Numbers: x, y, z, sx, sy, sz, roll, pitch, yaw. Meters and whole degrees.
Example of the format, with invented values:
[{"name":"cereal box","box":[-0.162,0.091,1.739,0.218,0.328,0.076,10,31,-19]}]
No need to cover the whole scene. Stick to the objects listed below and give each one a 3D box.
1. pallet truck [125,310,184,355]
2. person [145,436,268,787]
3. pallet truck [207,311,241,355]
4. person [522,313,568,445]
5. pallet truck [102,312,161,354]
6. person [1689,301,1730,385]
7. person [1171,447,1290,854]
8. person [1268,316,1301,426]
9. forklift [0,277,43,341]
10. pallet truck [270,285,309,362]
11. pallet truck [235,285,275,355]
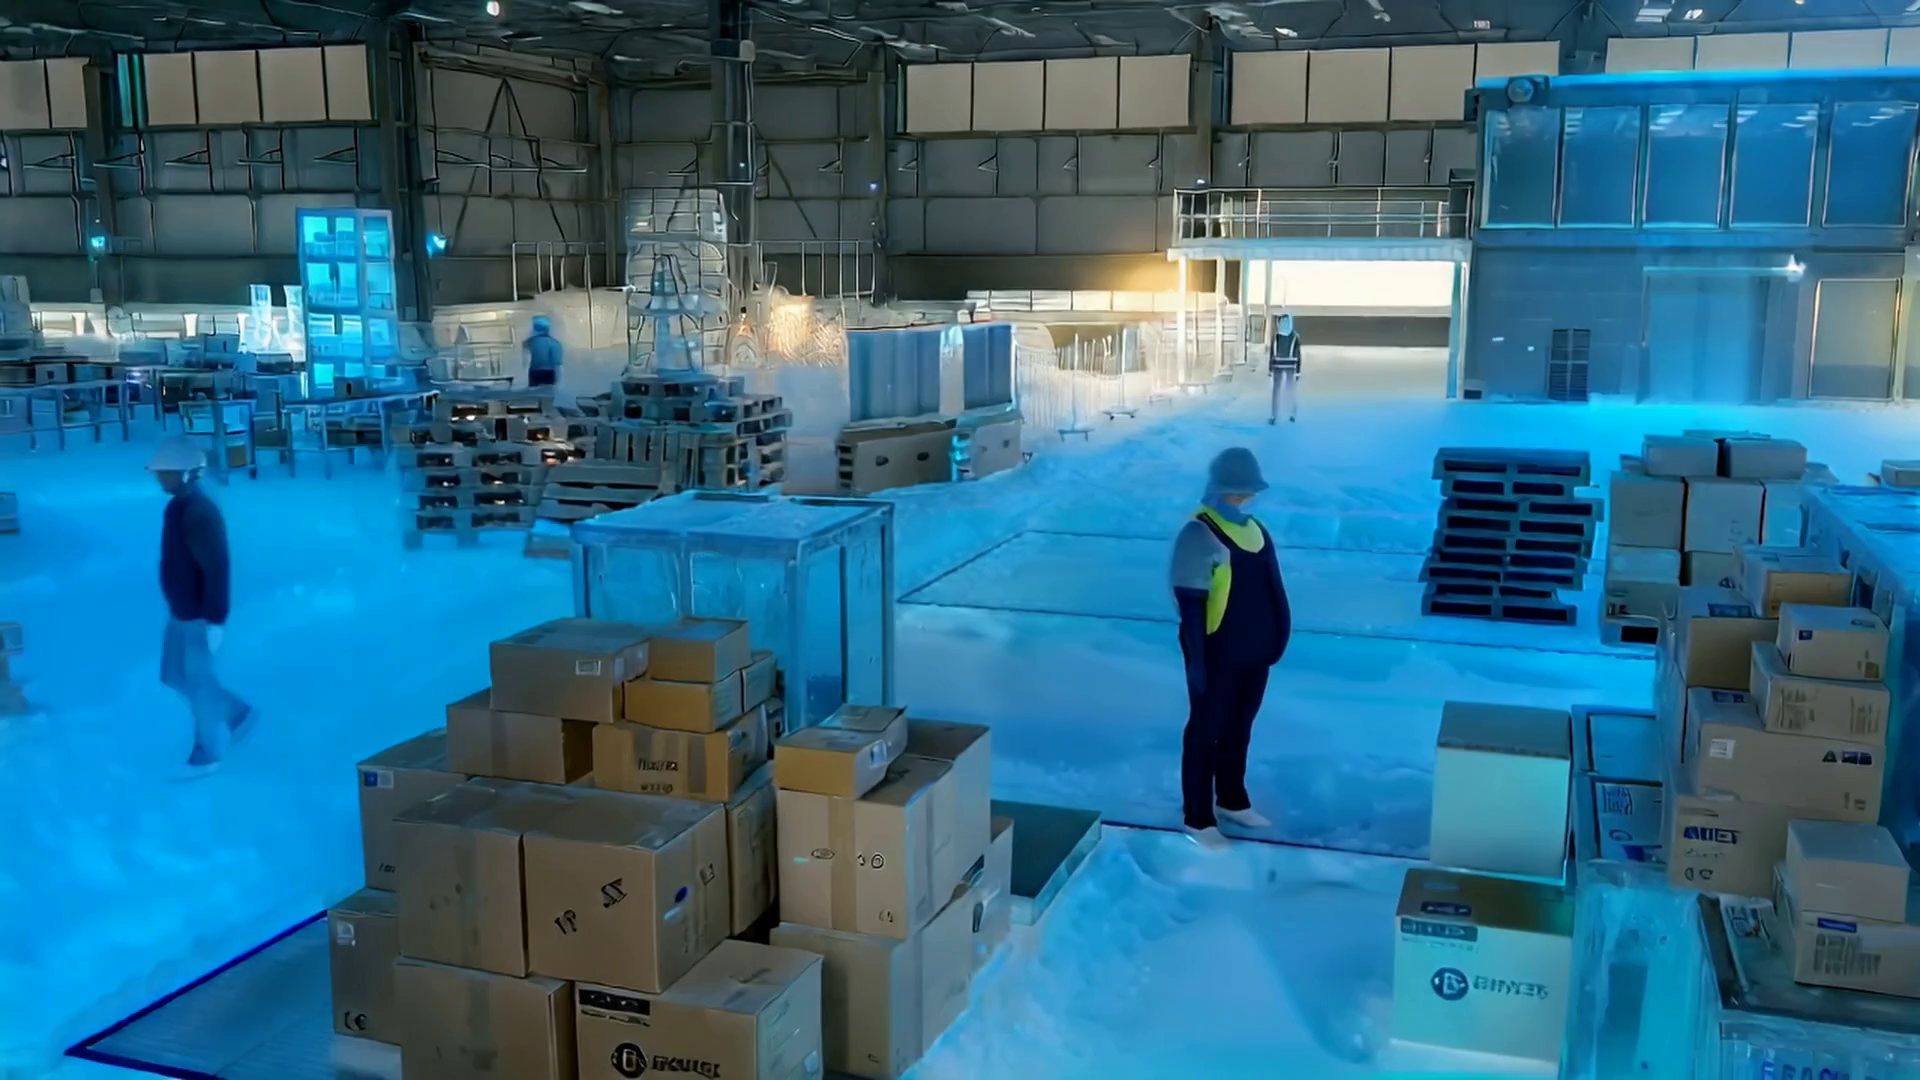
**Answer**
[{"name":"pallet truck","box":[-22.038,-5.665,45.457,0.704,1.261,1.522,3,11,17]},{"name":"person","box":[-4.291,0.388,9.411,0.539,1.983,0.634,-9,14,-42]},{"name":"pallet truck","box":[-19.537,-5.575,44.913,0.653,1.274,1.630,3,11,19]},{"name":"person","box":[-6.186,-2.356,24.773,0.631,2.025,0.495,1,10,8]},{"name":"pallet truck","box":[-23.057,-5.777,46.261,0.680,1.201,1.601,3,11,19]},{"name":"person","box":[15.601,-4.015,34.506,0.990,1.859,0.664,0,10,-2]},{"name":"person","box":[1.396,0.539,8.407,0.538,2.000,0.690,8,13,39]},{"name":"person","box":[5.527,-2.873,28.212,0.587,1.844,0.983,5,11,27]},{"name":"forklift","box":[-27.151,-6.329,46.328,1.157,1.987,2.680,3,11,17]},{"name":"pallet truck","box":[-17.147,-5.700,43.663,0.823,1.965,1.885,3,11,17]},{"name":"pallet truck","box":[-18.327,-5.835,44.421,0.823,1.965,1.885,4,11,23]}]
